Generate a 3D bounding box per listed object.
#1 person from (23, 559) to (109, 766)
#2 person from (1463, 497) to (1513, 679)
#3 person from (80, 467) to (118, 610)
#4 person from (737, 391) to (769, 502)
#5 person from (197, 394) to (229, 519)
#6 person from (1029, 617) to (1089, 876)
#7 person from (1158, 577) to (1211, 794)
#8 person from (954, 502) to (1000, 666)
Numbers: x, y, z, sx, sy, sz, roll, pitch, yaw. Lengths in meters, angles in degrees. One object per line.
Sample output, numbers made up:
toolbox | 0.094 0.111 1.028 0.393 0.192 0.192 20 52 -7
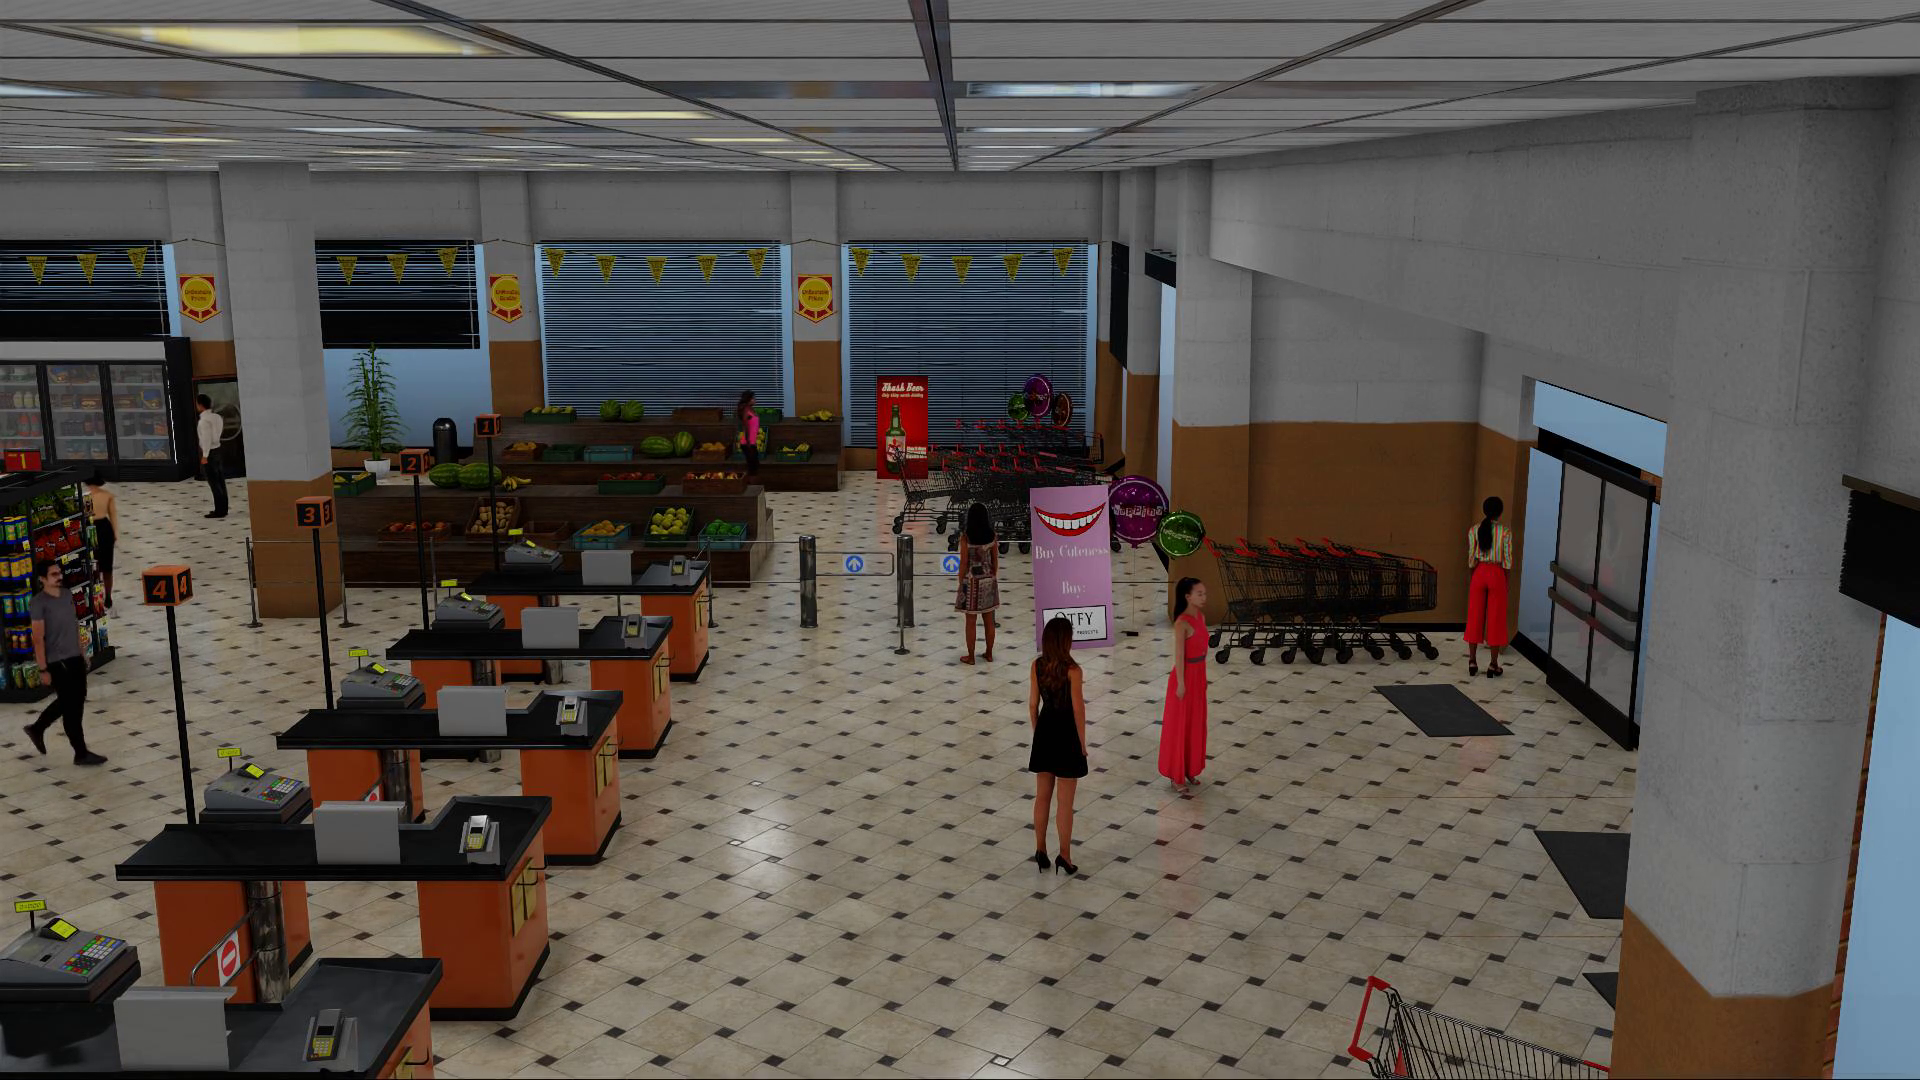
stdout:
person | -7.510 1.008 13.785 0.997 1.731 0.626 1 12 3
person | 5.172 0.452 16.273 0.632 1.793 0.736 7 14 31
person | -9.727 -0.008 18.799 0.681 1.653 0.746 -11 16 -41
person | -3.279 -1.426 25.390 0.942 1.712 0.667 2 12 9
person | -10.888 -1.232 24.232 0.547 1.809 0.659 0 12 -2
person | 0.669 1.428 11.541 0.631 1.834 0.727 8 14 32
person | 1.814 1.135 13.194 0.750 1.726 0.716 8 15 35
person | 0.180 0.428 16.746 0.642 1.645 0.784 -6 13 -27
